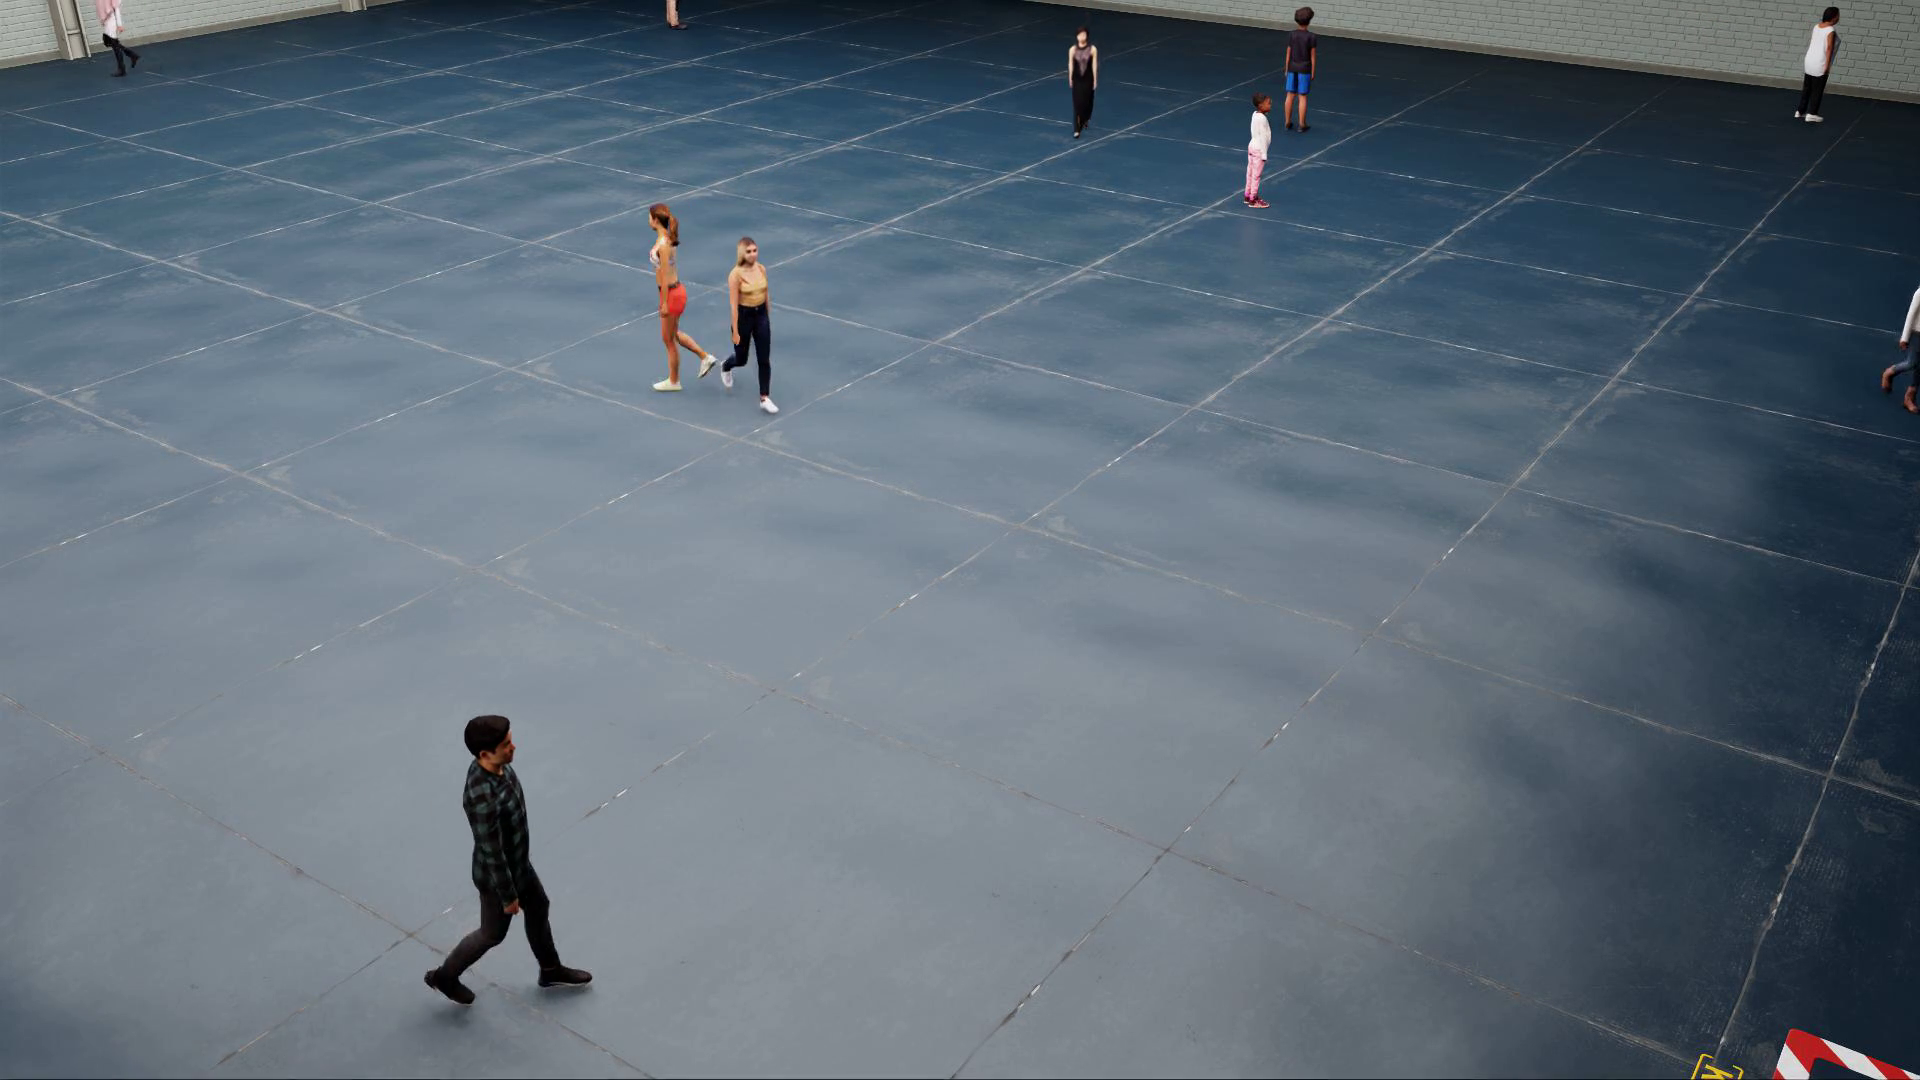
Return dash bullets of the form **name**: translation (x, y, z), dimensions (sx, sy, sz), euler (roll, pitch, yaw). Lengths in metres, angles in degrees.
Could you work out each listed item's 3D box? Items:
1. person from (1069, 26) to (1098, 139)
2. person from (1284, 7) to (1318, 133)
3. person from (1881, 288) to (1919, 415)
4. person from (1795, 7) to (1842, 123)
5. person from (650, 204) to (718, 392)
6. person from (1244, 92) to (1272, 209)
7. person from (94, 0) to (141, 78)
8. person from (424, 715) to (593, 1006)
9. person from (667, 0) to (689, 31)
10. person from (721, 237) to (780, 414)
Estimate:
- **person**: translation (1.831, -6.772, 24.565), dimensions (0.890, 1.575, 1.070), euler (2, 27, 4)
- **person**: translation (5.066, -7.022, 24.809), dimensions (0.607, 1.797, 0.548), euler (16, 31, 28)
- **person**: translation (8.804, -1.900, 15.248), dimensions (0.790, 1.444, 0.851), euler (-4, 28, -9)
- **person**: translation (13.181, -7.302, 25.472), dimensions (0.823, 1.687, 0.748), euler (-3, 27, -5)
- **person**: translation (-2.623, -2.265, 15.590), dimensions (0.950, 1.779, 0.906), euler (-4, 27, -7)
- **person**: translation (3.811, -5.003, 21.276), dimensions (0.686, 1.441, 0.621), euler (-4, 27, -7)
- **person**: translation (-14.363, -8.827, 28.319), dimensions (0.645, 1.792, 0.810), euler (19, 33, 33)
- **person**: translation (-2.349, 1.595, 8.193), dimensions (1.116, 1.696, 1.114), euler (-1, 27, -3)
- **person**: translation (-5.589, -10.912, 32.224), dimensions (0.814, 1.925, 0.797), euler (-9, 29, -17)
- **person**: translation (-1.963, -1.992, 15.245), dimensions (1.013, 1.610, 0.811), euler (-22, 34, -35)
